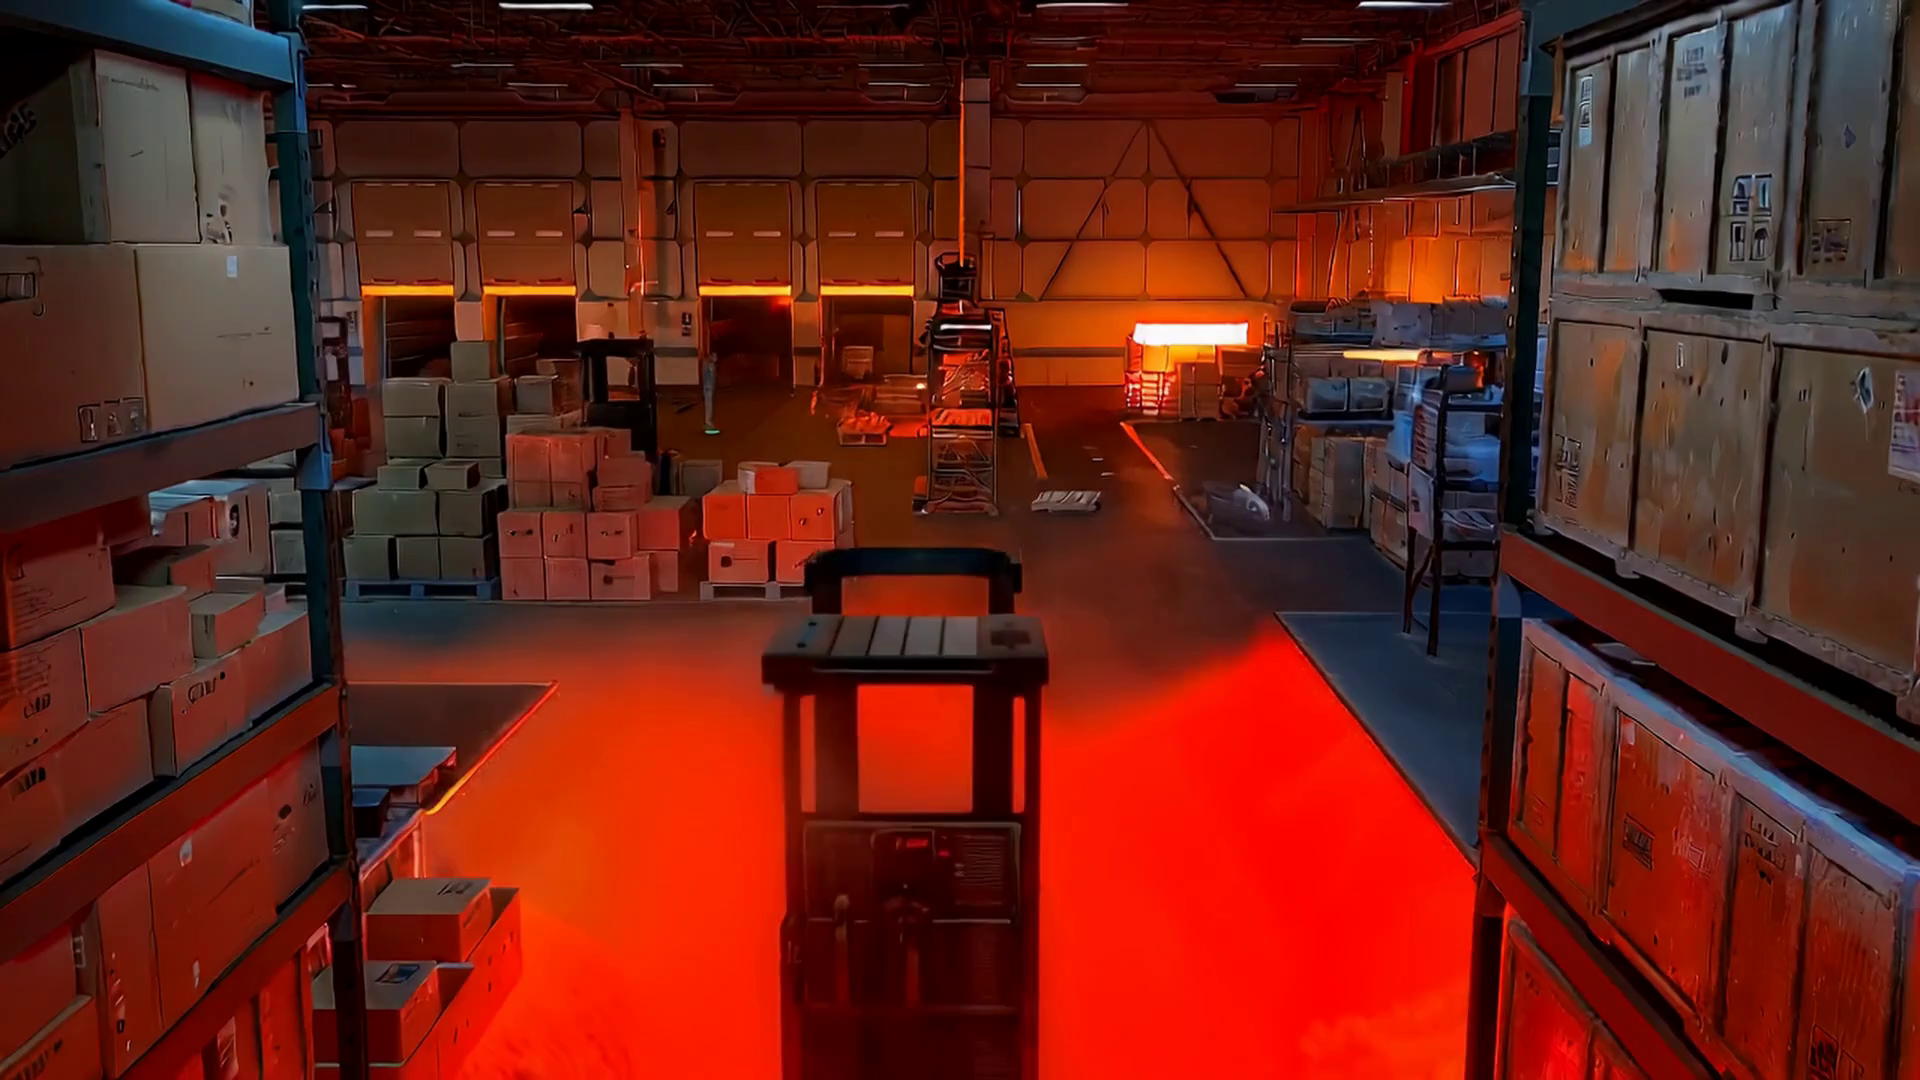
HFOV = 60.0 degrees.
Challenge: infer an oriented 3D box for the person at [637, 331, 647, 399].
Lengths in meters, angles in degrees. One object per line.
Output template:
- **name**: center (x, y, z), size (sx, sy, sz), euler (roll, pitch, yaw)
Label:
- **person**: center (-8.936, -4.943, 46.973), size (0.543, 1.929, 0.387), euler (8, 12, 37)

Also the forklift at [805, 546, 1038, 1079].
- **forklift**: center (-0.198, 1.426, 7.475), size (1.129, 2.768, 1.873), euler (0, 10, 1)

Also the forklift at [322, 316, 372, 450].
- **forklift**: center (-12.990, -3.195, 34.137), size (1.129, 2.768, 1.873), euler (0, 10, 1)

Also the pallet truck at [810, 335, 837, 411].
- **pallet truck**: center (-3.021, -4.312, 43.126), size (1.885, 1.965, 0.823), euler (3, 10, 17)

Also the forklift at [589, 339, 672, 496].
- **forklift**: center (-5.074, -1.646, 25.196), size (1.129, 2.768, 1.873), euler (0, 10, 1)

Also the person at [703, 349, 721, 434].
- **person**: center (-5.684, -3.397, 38.017), size (0.367, 1.939, 0.634), euler (-3, 10, -15)

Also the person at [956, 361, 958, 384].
- **person**: center (0.151, -3.993, 41.617), size (0.575, 1.883, 0.355), euler (8, 12, 37)
